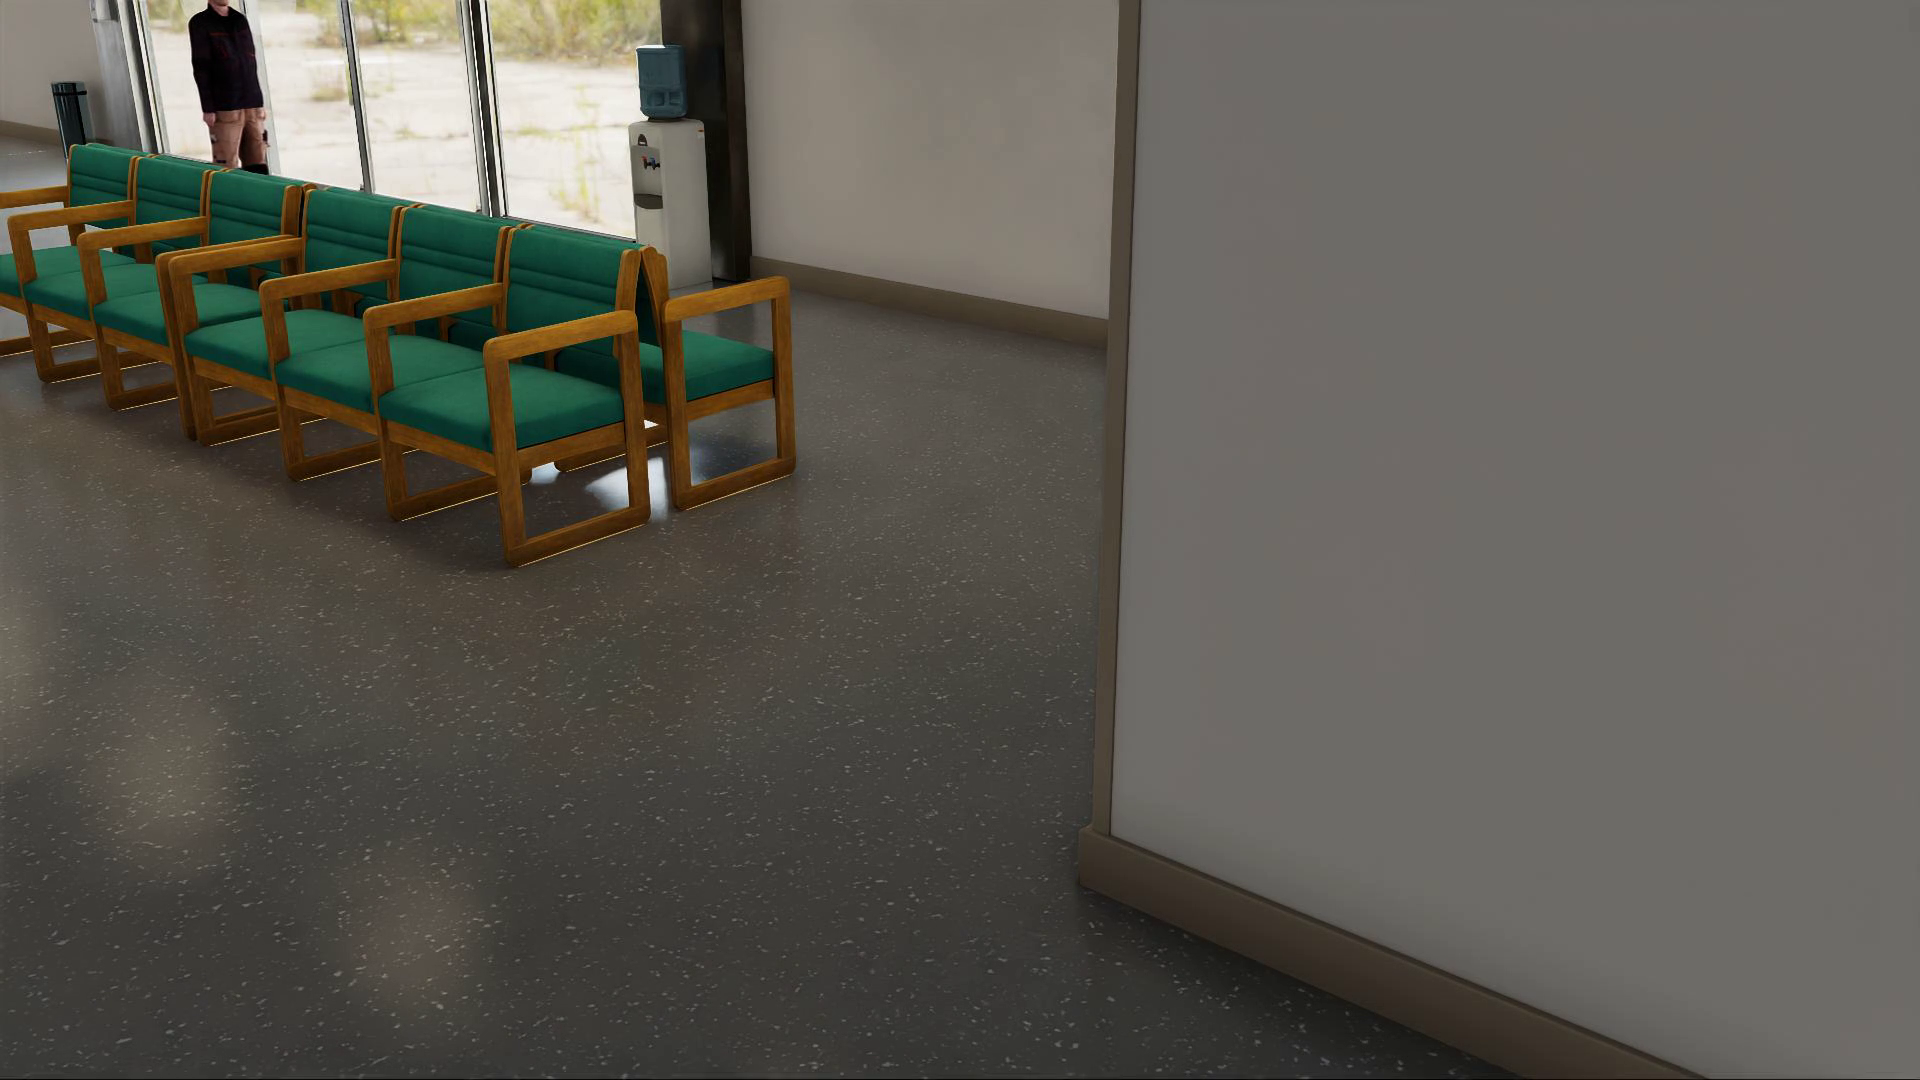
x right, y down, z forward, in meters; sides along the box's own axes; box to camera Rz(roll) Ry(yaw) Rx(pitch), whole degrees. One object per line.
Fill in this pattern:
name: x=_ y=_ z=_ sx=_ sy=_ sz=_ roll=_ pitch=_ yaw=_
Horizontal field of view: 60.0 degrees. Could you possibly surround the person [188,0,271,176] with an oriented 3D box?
person: x=-5.119 y=-3.033 z=11.736 sx=0.823 sy=1.925 sz=0.633 roll=9 pitch=23 yaw=23
